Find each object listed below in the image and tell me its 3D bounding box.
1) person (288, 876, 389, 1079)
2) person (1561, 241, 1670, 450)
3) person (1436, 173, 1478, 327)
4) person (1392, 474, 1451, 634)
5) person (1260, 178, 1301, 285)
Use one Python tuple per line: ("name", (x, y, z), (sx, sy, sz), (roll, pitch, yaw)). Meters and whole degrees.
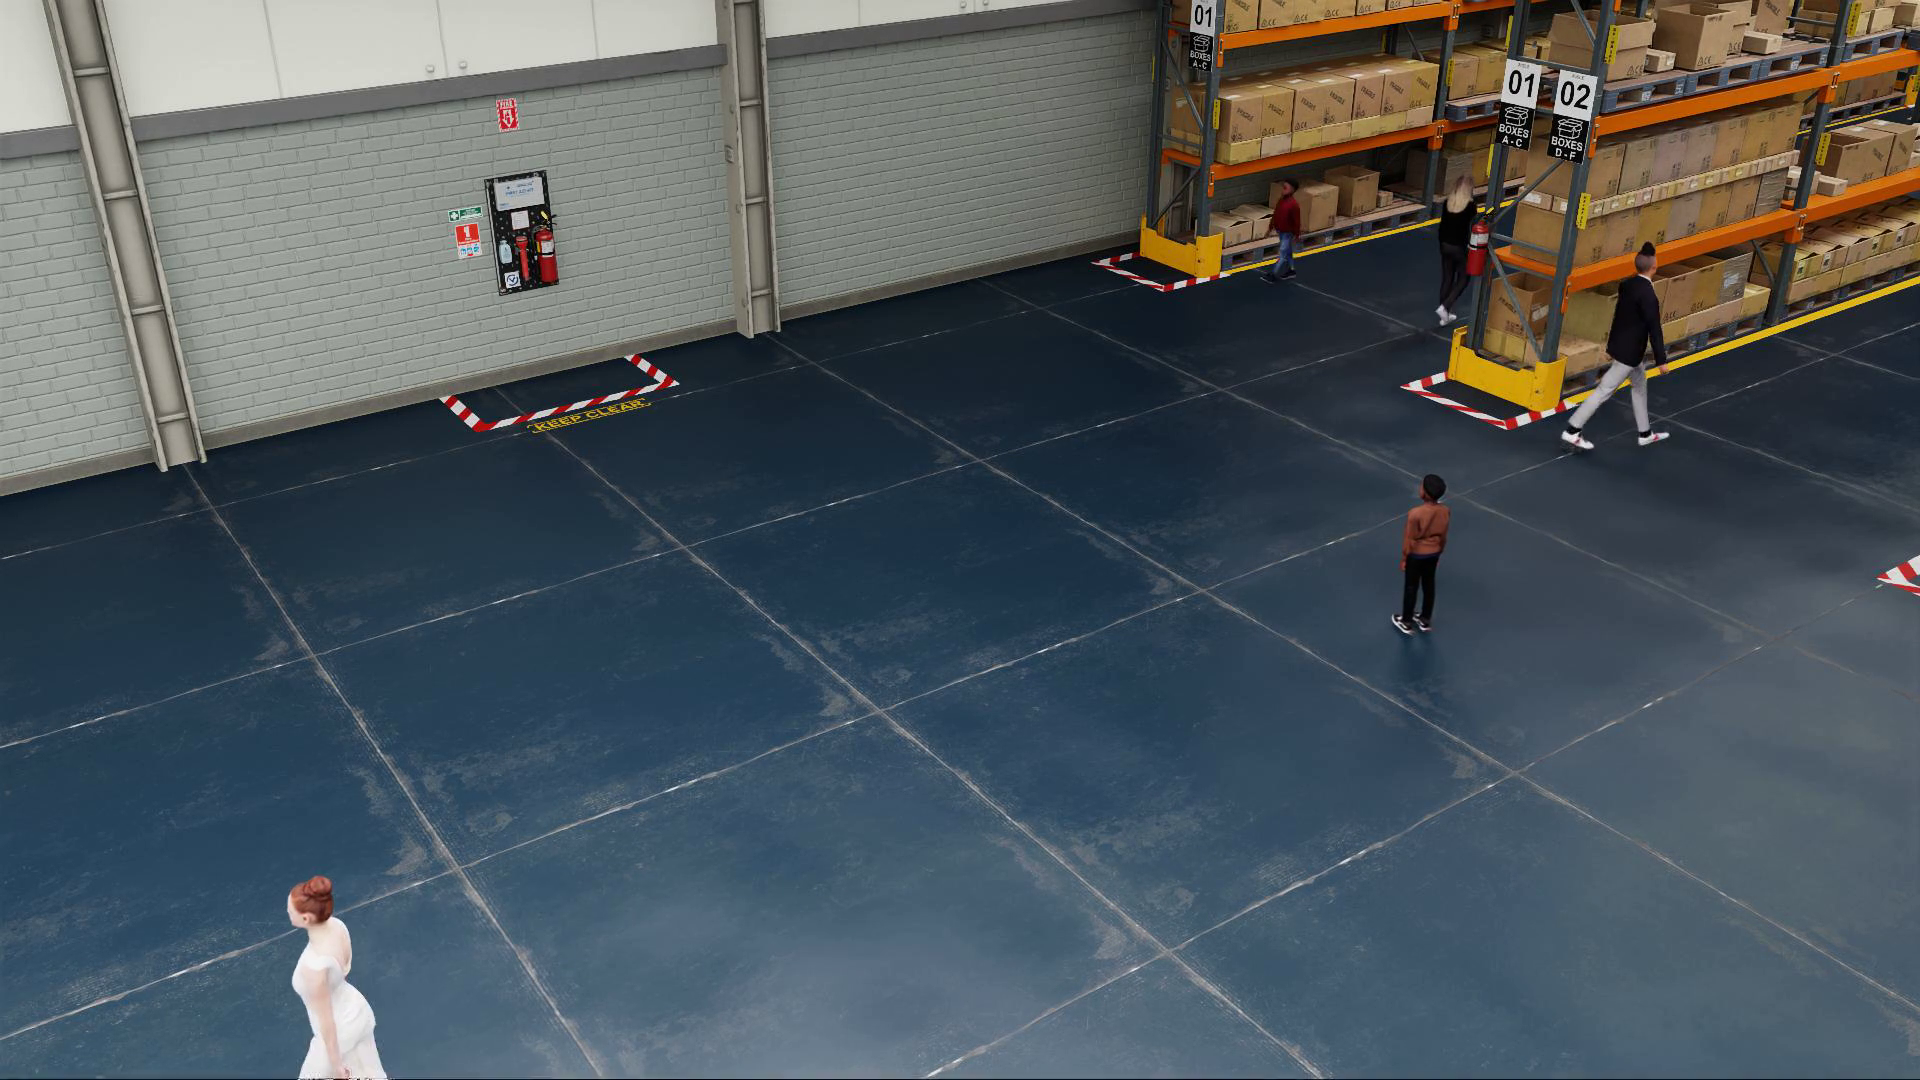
("person", (-2.681, 2.248, 7.495), (0.881, 1.772, 0.795), (0, 27, 1))
("person", (5.945, -1.709, 15.034), (1.384, 1.905, 1.272), (2, 27, 5))
("person", (5.317, -3.107, 17.995), (0.710, 1.679, 0.682), (-23, 35, -37))
("person", (3.406, 0.098, 12.236), (0.478, 1.253, 0.615), (-10, 29, -18))
("person", (3.874, -3.633, 19.500), (0.855, 1.236, 0.590), (-12, 30, -22))
